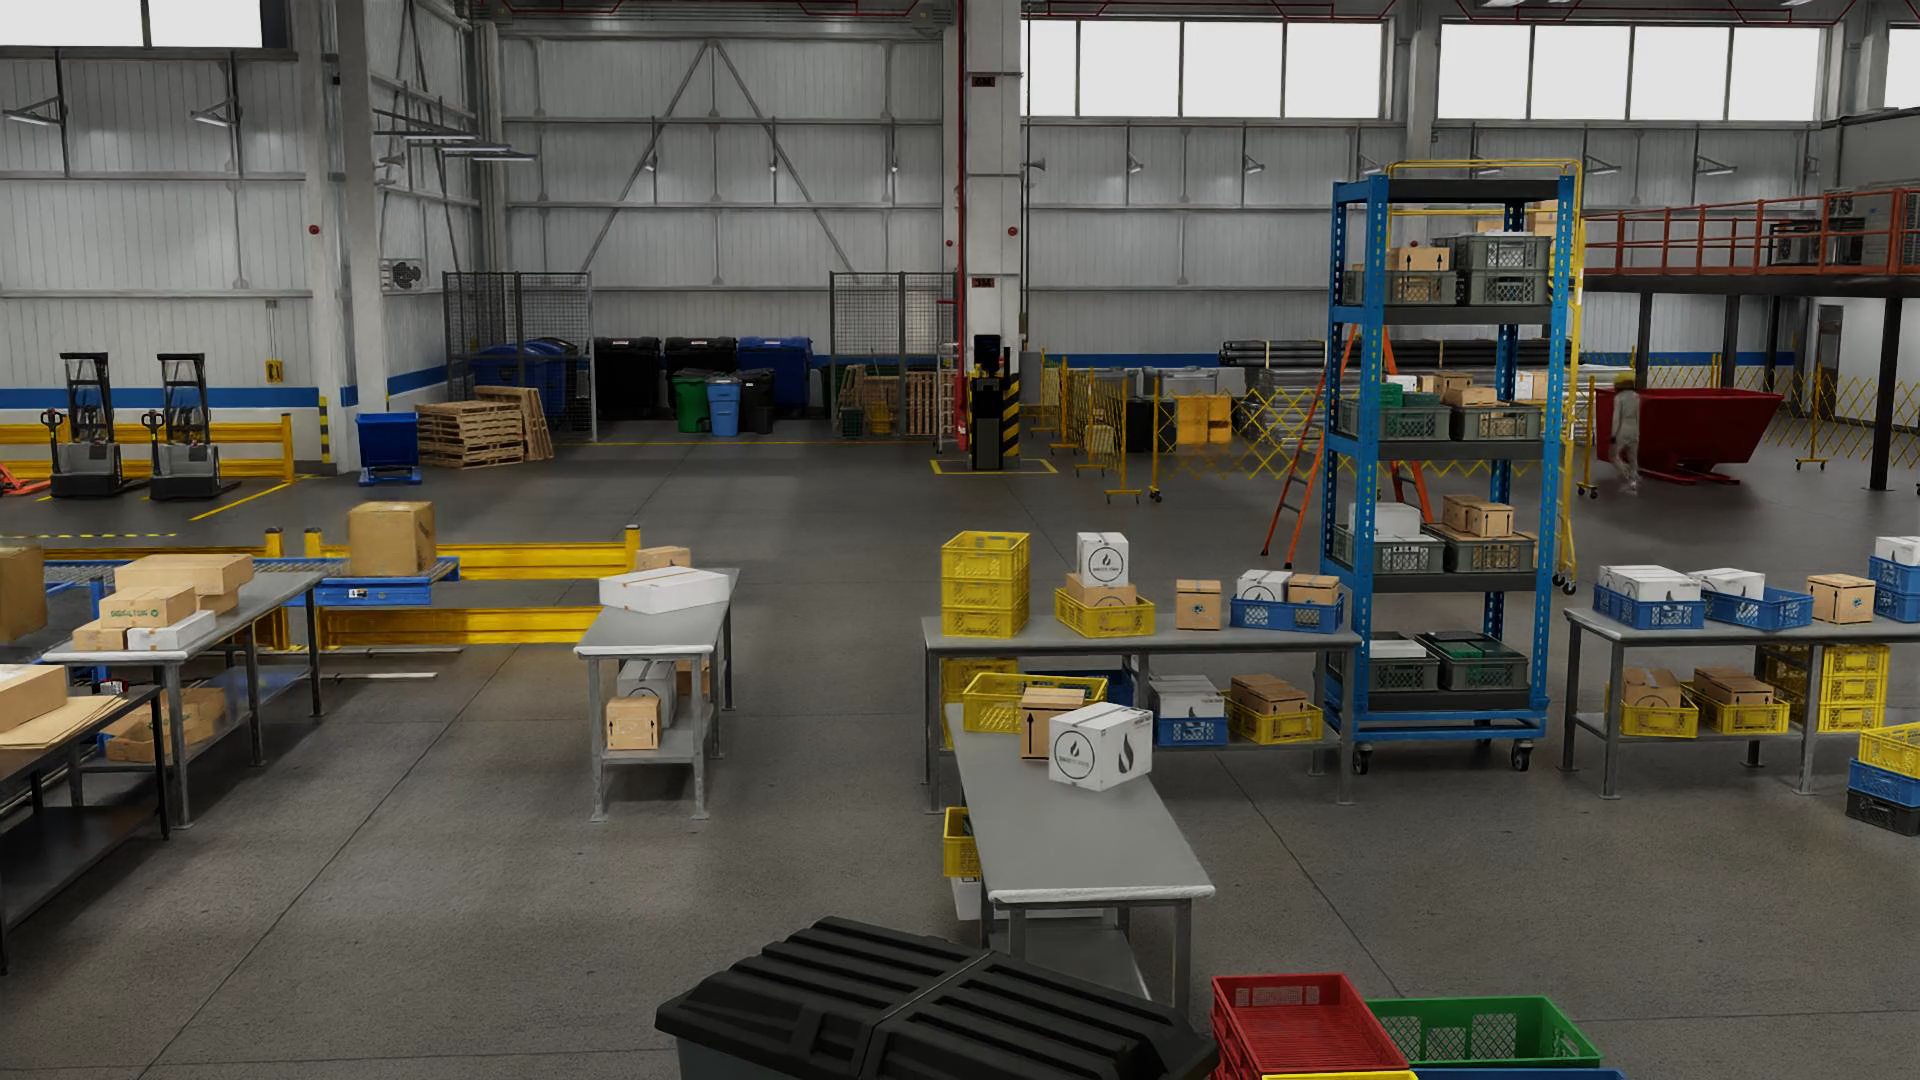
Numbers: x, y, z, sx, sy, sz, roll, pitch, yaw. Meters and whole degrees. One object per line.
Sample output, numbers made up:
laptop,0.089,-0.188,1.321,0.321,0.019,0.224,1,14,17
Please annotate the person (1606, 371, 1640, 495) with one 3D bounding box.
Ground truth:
person,9.190,-1.471,22.960,0.577,1.708,0.459,-5,10,-28

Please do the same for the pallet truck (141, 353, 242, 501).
pallet truck,-10.520,-1.604,22.925,0.823,1.965,1.885,-1,9,-6

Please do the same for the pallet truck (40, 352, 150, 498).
pallet truck,-11.907,-1.642,23.165,0.823,1.965,1.885,0,9,0

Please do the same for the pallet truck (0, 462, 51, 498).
pallet truck,-13.193,-1.293,23.148,0.653,1.274,1.630,-1,9,-4
